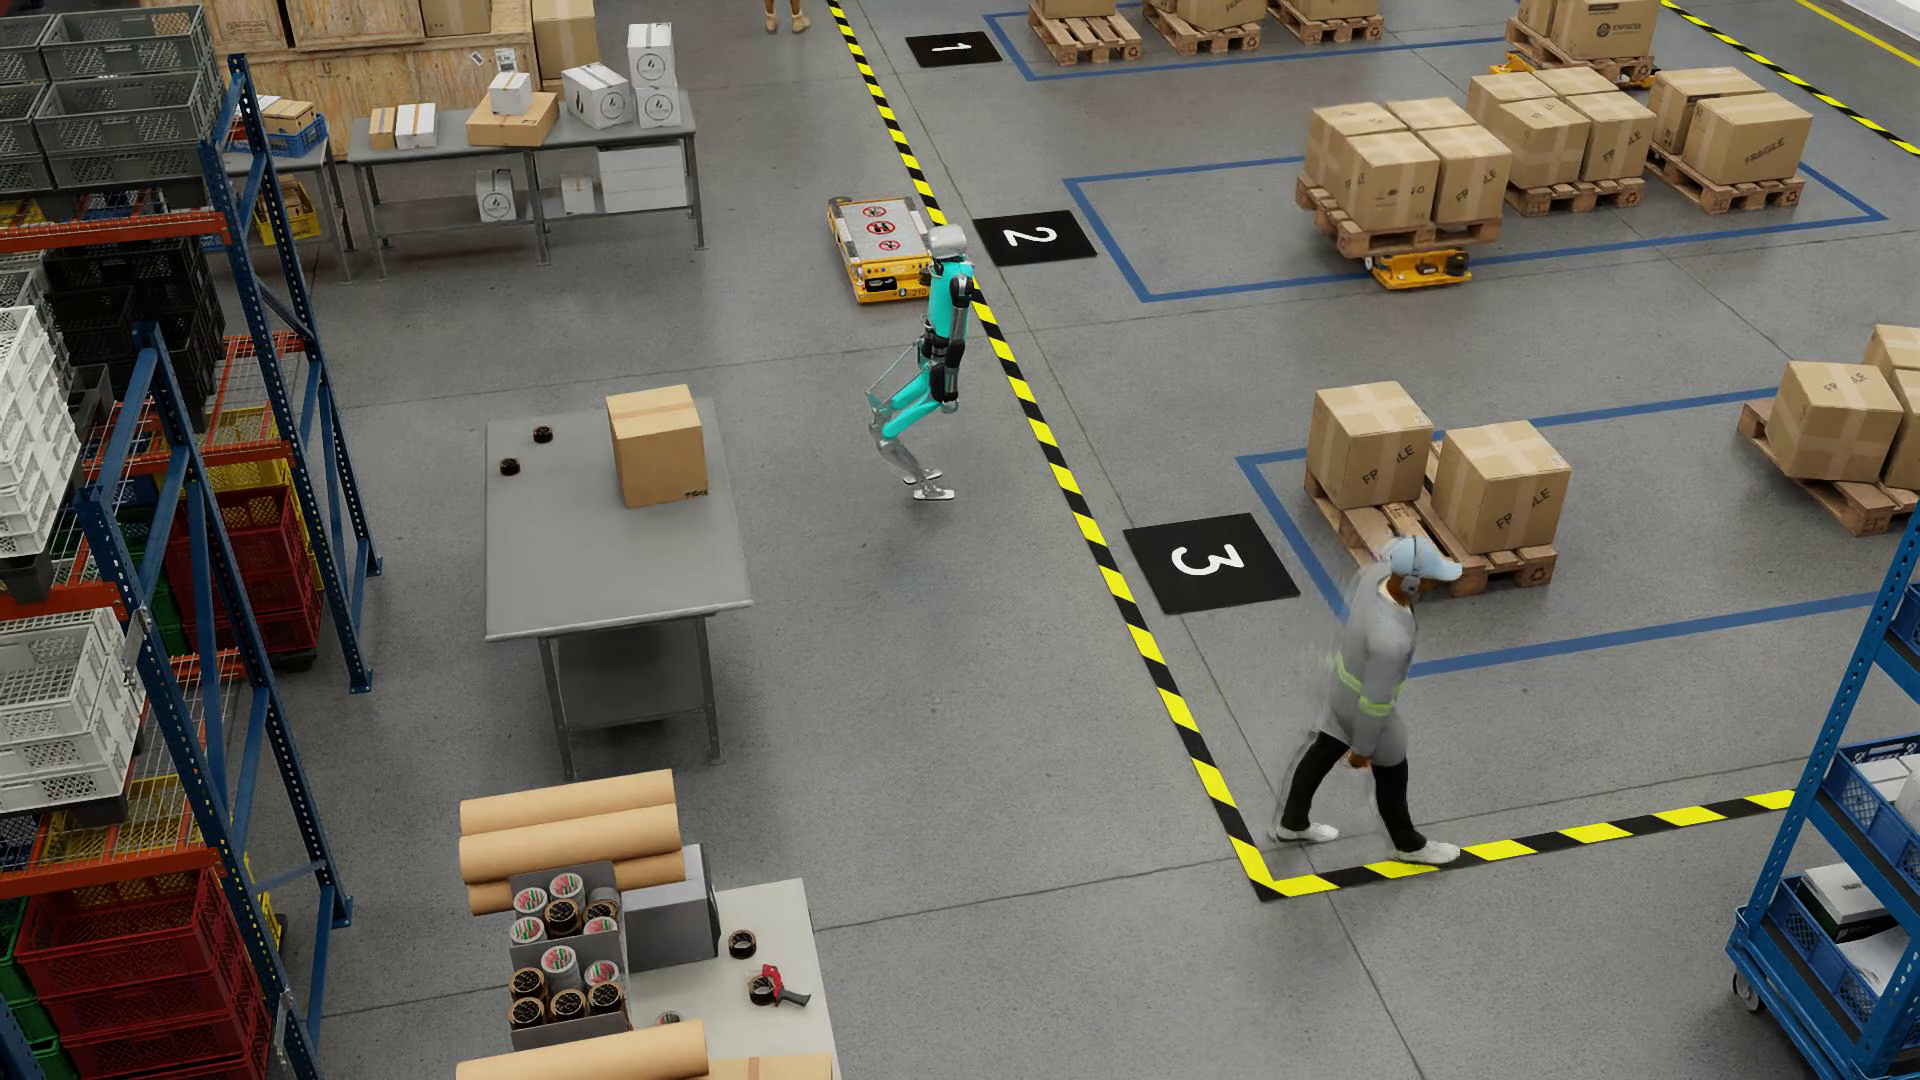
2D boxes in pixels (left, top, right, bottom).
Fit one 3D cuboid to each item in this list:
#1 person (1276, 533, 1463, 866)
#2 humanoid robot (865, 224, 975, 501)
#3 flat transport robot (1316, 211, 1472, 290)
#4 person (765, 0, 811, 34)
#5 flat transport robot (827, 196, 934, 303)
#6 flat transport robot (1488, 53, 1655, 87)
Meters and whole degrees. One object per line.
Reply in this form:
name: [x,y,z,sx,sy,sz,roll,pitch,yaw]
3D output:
person: [1.900,0.709,7.303,0.893,1.812,0.610,1,37,1]
humanoid robot: [-0.281,-0.980,9.528,0.735,1.677,0.533,-8,37,-11]
flat transport robot: [3.285,-2.343,12.679,0.652,0.197,1.431,-8,37,-10]
person: [-1.745,-5.929,16.038,0.613,2.040,0.390,6,37,9]
flat transport robot: [-0.570,-2.220,12.538,0.659,0.231,1.431,-8,37,-10]
flat transport robot: [5.713,-4.363,15.394,1.431,0.197,0.652,-8,37,-10]
